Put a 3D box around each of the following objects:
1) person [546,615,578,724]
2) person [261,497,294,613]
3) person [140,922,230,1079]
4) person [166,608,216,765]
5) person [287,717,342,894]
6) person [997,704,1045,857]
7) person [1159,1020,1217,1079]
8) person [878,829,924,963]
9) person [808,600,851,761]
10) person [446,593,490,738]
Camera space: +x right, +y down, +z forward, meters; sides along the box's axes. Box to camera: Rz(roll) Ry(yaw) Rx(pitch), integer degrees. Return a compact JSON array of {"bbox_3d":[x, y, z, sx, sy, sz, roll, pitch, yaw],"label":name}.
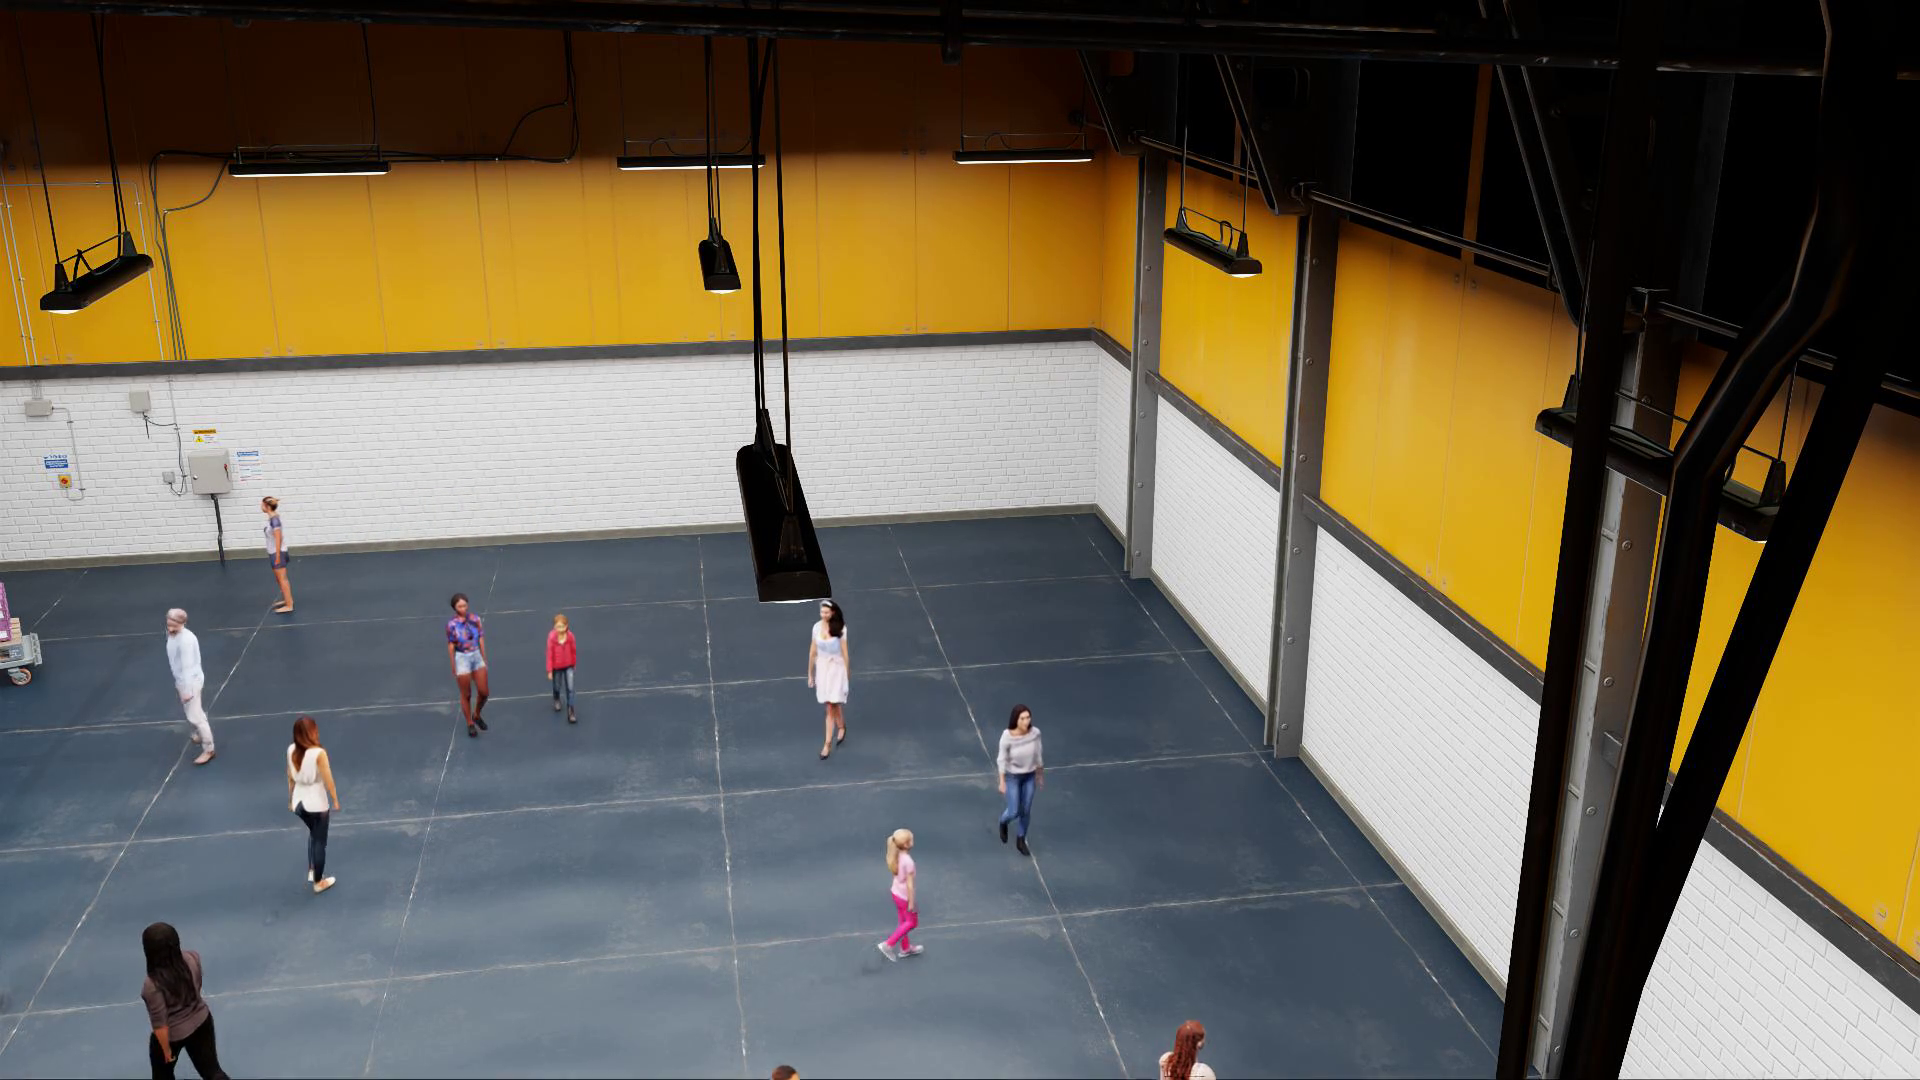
[{"bbox_3d":[-4.685,1.473,19.518,0.643,1.294,0.898,-8,20,-23],"label":"person"},{"bbox_3d":[-9.362,0.182,22.835,0.670,1.624,0.488,-6,20,-18],"label":"person"},{"bbox_3d":[-5.628,3.674,12.224,1.184,1.779,1.198,10,21,28],"label":"person"},{"bbox_3d":[-8.491,1.563,18.378,1.023,1.852,0.798,-9,21,-25],"label":"person"},{"bbox_3d":[-6.155,2.528,15.631,0.719,1.776,0.727,6,19,16],"label":"person"},{"bbox_3d":[0.554,2.336,16.445,0.695,1.621,0.737,-8,20,-24],"label":"person"},{"bbox_3d":[1.451,4.055,11.196,1.125,1.713,1.164,13,23,34],"label":"person"},{"bbox_3d":[-0.539,3.135,14.632,0.673,1.264,0.686,-10,21,-27],"label":"person"},{"bbox_3d":[-1.417,1.500,18.675,0.922,1.782,1.113,6,19,17],"label":"person"},{"bbox_3d":[-5.653,1.407,19.032,0.687,1.729,0.705,-13,22,-33],"label":"person"}]
